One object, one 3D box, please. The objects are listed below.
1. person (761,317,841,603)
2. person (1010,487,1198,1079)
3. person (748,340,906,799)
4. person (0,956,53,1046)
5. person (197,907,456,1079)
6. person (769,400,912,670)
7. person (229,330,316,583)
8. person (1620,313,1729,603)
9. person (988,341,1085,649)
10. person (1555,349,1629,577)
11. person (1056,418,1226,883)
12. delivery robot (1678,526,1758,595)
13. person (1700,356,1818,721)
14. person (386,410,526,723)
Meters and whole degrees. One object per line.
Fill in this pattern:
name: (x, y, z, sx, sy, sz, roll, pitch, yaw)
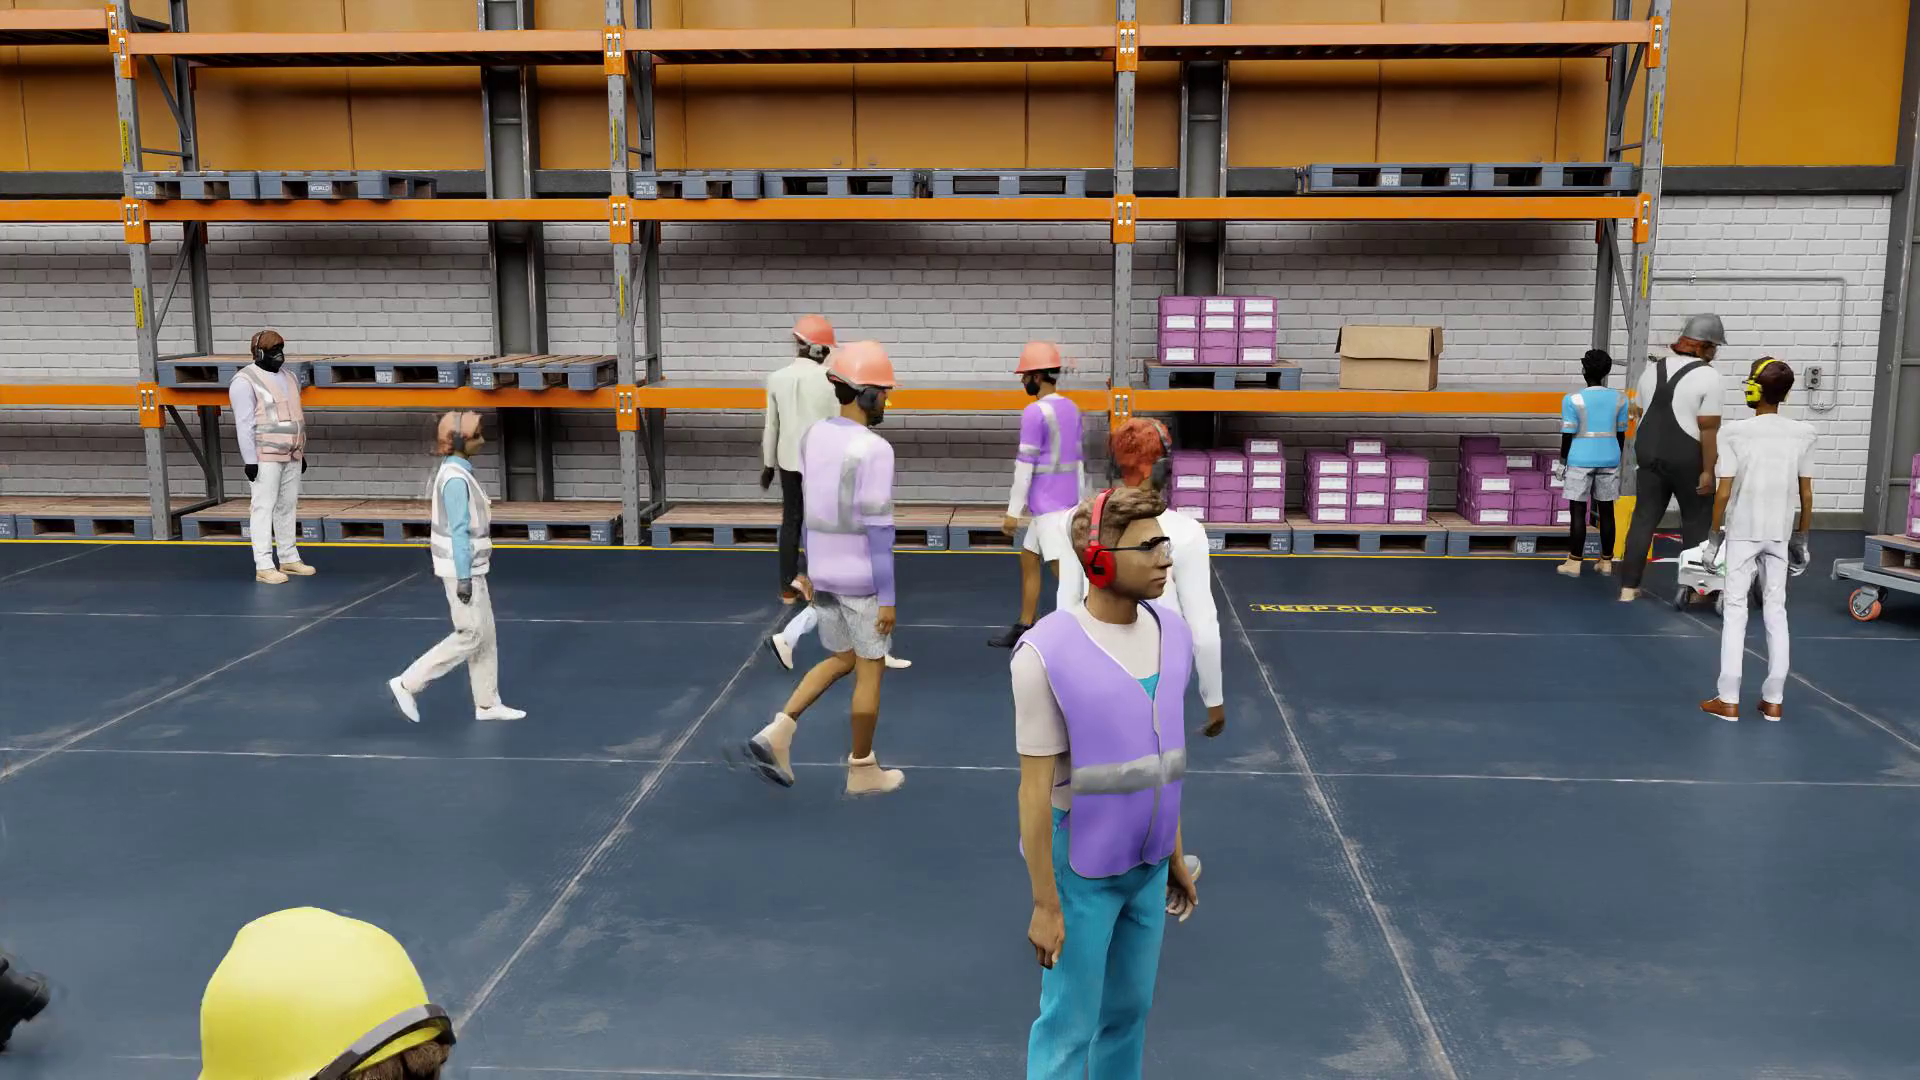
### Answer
person: (-1.036, -0.517, 11.278, 0.705, 1.974, 0.480, 5, 11, 25)
person: (0.345, 0.787, 3.991, 0.389, 1.850, 0.566, 9, 13, 43)
person: (-0.539, 0.158, 7.154, 0.641, 2.026, 0.639, -8, 12, -39)
person: (-3.199, 0.626, 4.789, 0.932, 1.907, 0.553, -4, 10, -21)
person: (-0.558, 1.226, 1.714, 0.418, 1.738, 0.554, 1, 10, 8)
person: (-0.683, -0.078, 9.408, 0.755, 1.730, 0.541, -1, 10, -6)
person: (-5.028, -0.615, 12.219, 0.429, 1.842, 0.633, 3, 10, 15)
person: (4.928, -0.577, 11.416, 0.684, 2.000, 0.693, -5, 11, -28)
person: (0.621, -0.220, 9.799, 0.952, 1.901, 0.561, 5, 11, 25)
person: (4.686, -0.565, 12.351, 0.530, 1.697, 0.321, -1, 10, -7)
person: (0.616, 0.487, 5.833, 0.588, 1.831, 1.012, 8, 12, 38)
delivery robot: (5.158, 0.148, 11.241, 0.707, 0.478, 0.477, -9, 13, -43)
person: (4.071, 0.002, 8.524, 0.549, 1.872, 0.317, 0, 10, 3)
person: (-2.552, 0.156, 8.364, 0.585, 1.619, 0.519, -3, 10, -15)
